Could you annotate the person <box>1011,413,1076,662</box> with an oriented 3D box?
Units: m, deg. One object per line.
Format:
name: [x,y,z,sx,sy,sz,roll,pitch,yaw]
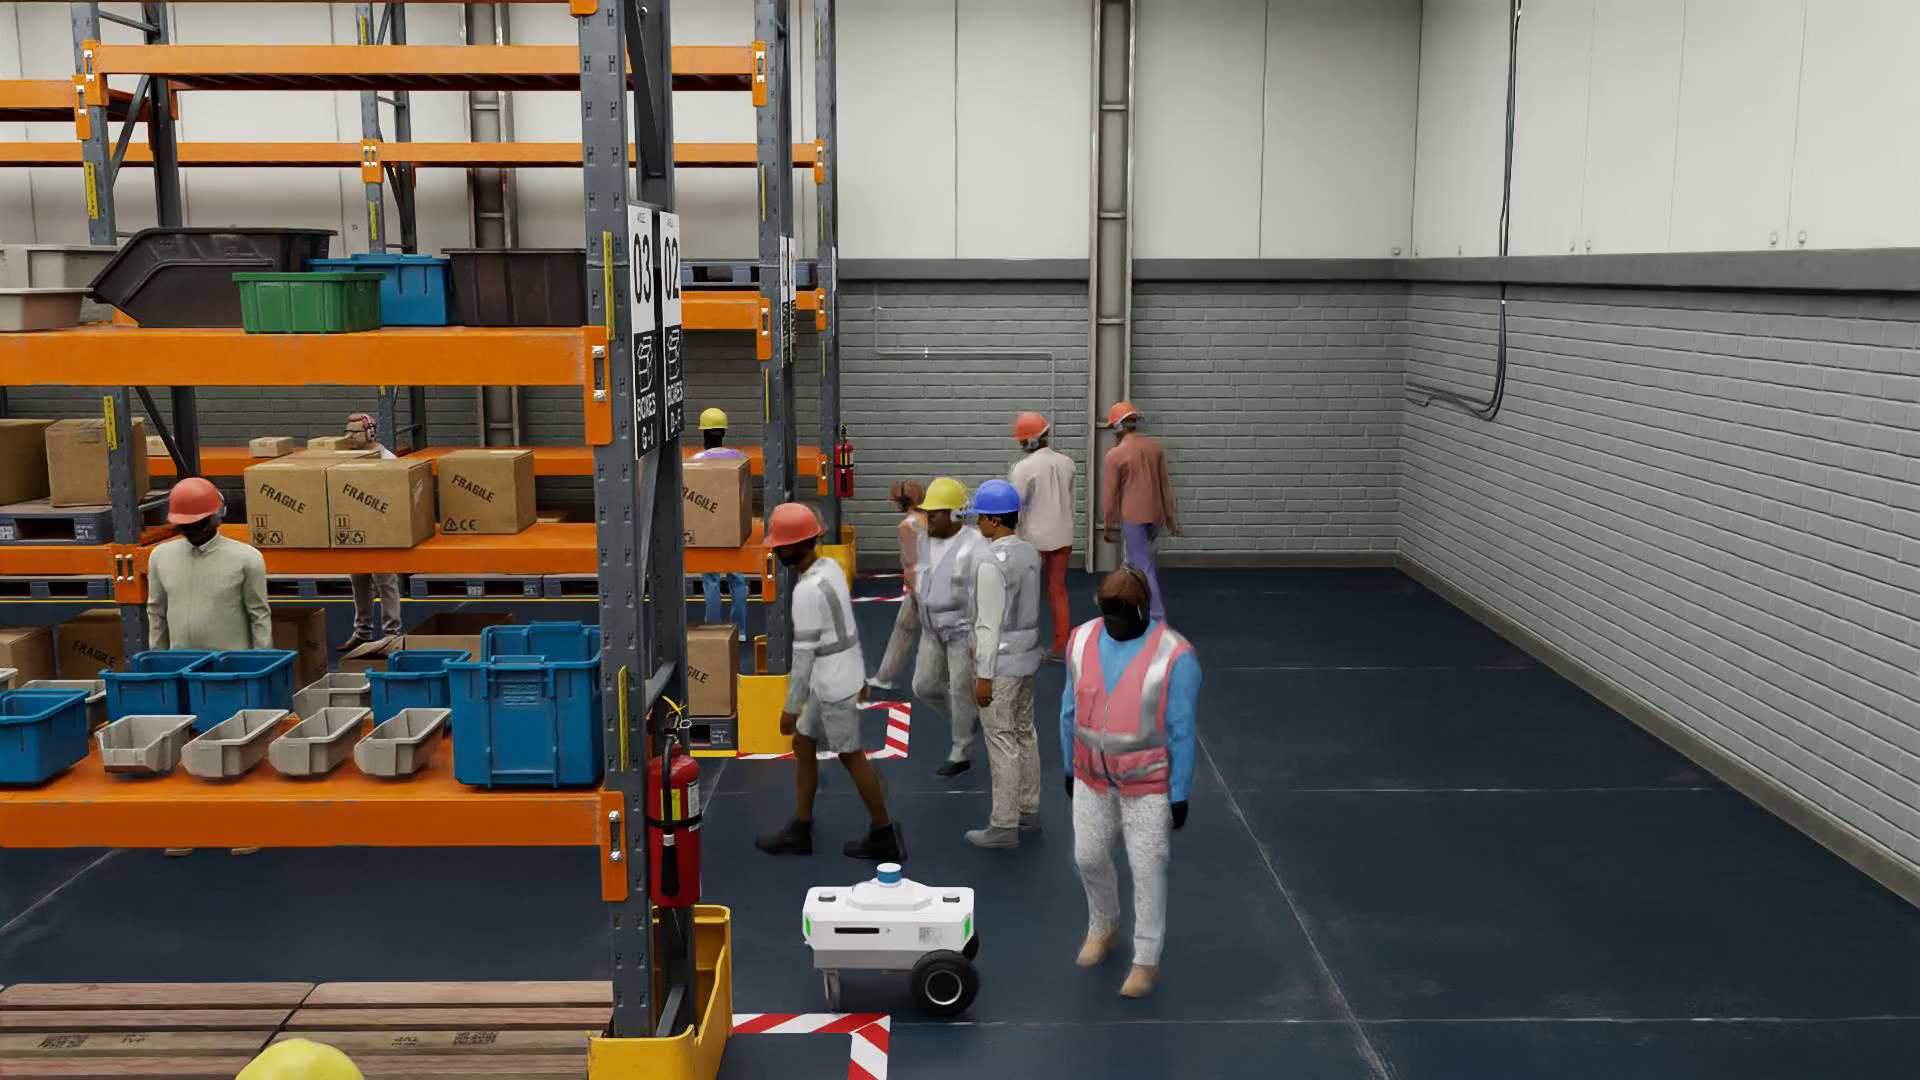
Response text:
person: [0.571,-0.013,12.881,0.635,1.948,0.685,-7,11,-35]

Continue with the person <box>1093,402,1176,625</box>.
person: [1.432,-0.187,13.953,0.666,1.912,1.029,-8,12,-39]

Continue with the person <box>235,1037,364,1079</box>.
person: [-1.044,1.683,2.736,0.404,1.834,0.591,8,12,41]

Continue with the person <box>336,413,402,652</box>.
person: [-4.670,-0.043,13.093,0.640,1.910,0.407,4,10,26]

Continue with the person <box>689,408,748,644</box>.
person: [-1.956,-0.097,13.365,0.594,1.924,0.382,-8,12,-40]

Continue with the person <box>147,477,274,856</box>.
person: [-3.869,0.655,8.581,0.613,1.984,0.405,0,9,0]

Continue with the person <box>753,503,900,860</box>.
person: [-0.711,0.736,8.421,0.869,1.869,0.557,0,9,3]

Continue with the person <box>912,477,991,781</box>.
person: [-0.031,0.518,9.923,0.592,1.820,0.502,8,13,42]

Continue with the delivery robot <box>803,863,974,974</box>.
delivery robot: [-0.296,1.591,6.928,0.707,0.478,0.477,0,9,1]

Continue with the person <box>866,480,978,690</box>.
person: [-0.206,0.345,11.810,1.011,1.555,0.529,5,10,28]

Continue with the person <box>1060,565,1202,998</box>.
person: [0.699,0.998,7.008,0.644,1.836,0.475,6,11,31]

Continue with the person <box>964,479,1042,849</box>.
person: [0.229,0.643,8.791,0.409,1.938,0.606,4,10,25]
